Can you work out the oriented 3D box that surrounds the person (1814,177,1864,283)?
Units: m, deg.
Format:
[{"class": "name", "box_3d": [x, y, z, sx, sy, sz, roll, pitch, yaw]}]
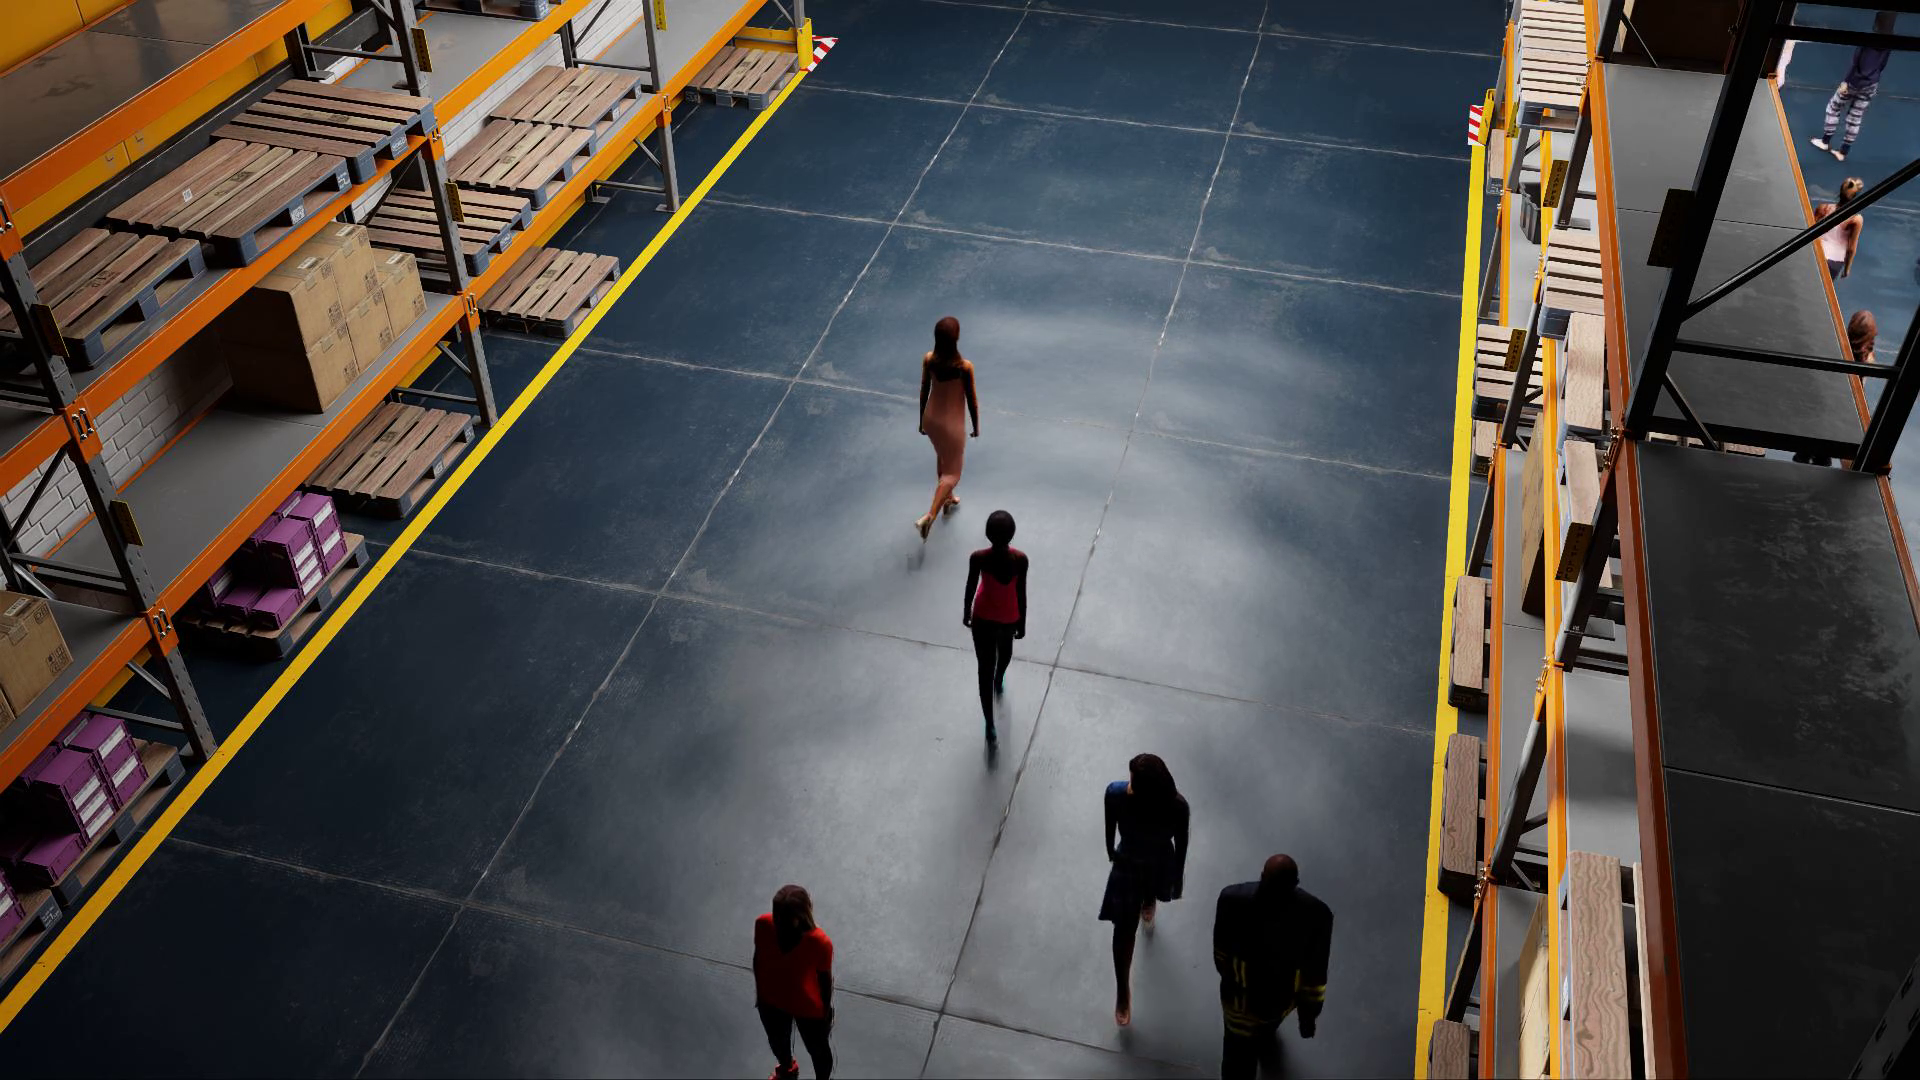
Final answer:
[{"class": "person", "box_3d": [7.511, -2.394, 14.552, 0.915, 1.629, 0.809, -27, 46, -30]}]

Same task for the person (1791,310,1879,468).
[{"class": "person", "box_3d": [6.616, -0.964, 12.668, 0.649, 1.747, 0.636, -1, 39, -2]}]

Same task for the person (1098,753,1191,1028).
[{"class": "person", "box_3d": [1.033, 1.783, 9.222, 0.715, 1.756, 1.195, 5, 39, 6]}]

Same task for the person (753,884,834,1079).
[{"class": "person", "box_3d": [-0.832, 2.352, 8.558, 0.622, 1.694, 0.576, 16, 41, 19]}]

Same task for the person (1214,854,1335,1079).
[{"class": "person", "box_3d": [1.616, 2.199, 8.681, 0.781, 1.780, 1.202, 7, 39, 9]}]

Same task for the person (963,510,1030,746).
[{"class": "person", "box_3d": [0.237, 0.579, 10.779, 0.778, 1.693, 1.163, -1, 39, -1]}]

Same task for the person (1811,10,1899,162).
[{"class": "person", "box_3d": [9.523, -4.798, 17.488, 0.751, 1.723, 0.819, -4, 39, -5]}]

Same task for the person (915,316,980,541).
[{"class": "person", "box_3d": [-0.157, -0.797, 12.411, 0.759, 1.806, 1.079, 19, 42, 22]}]
